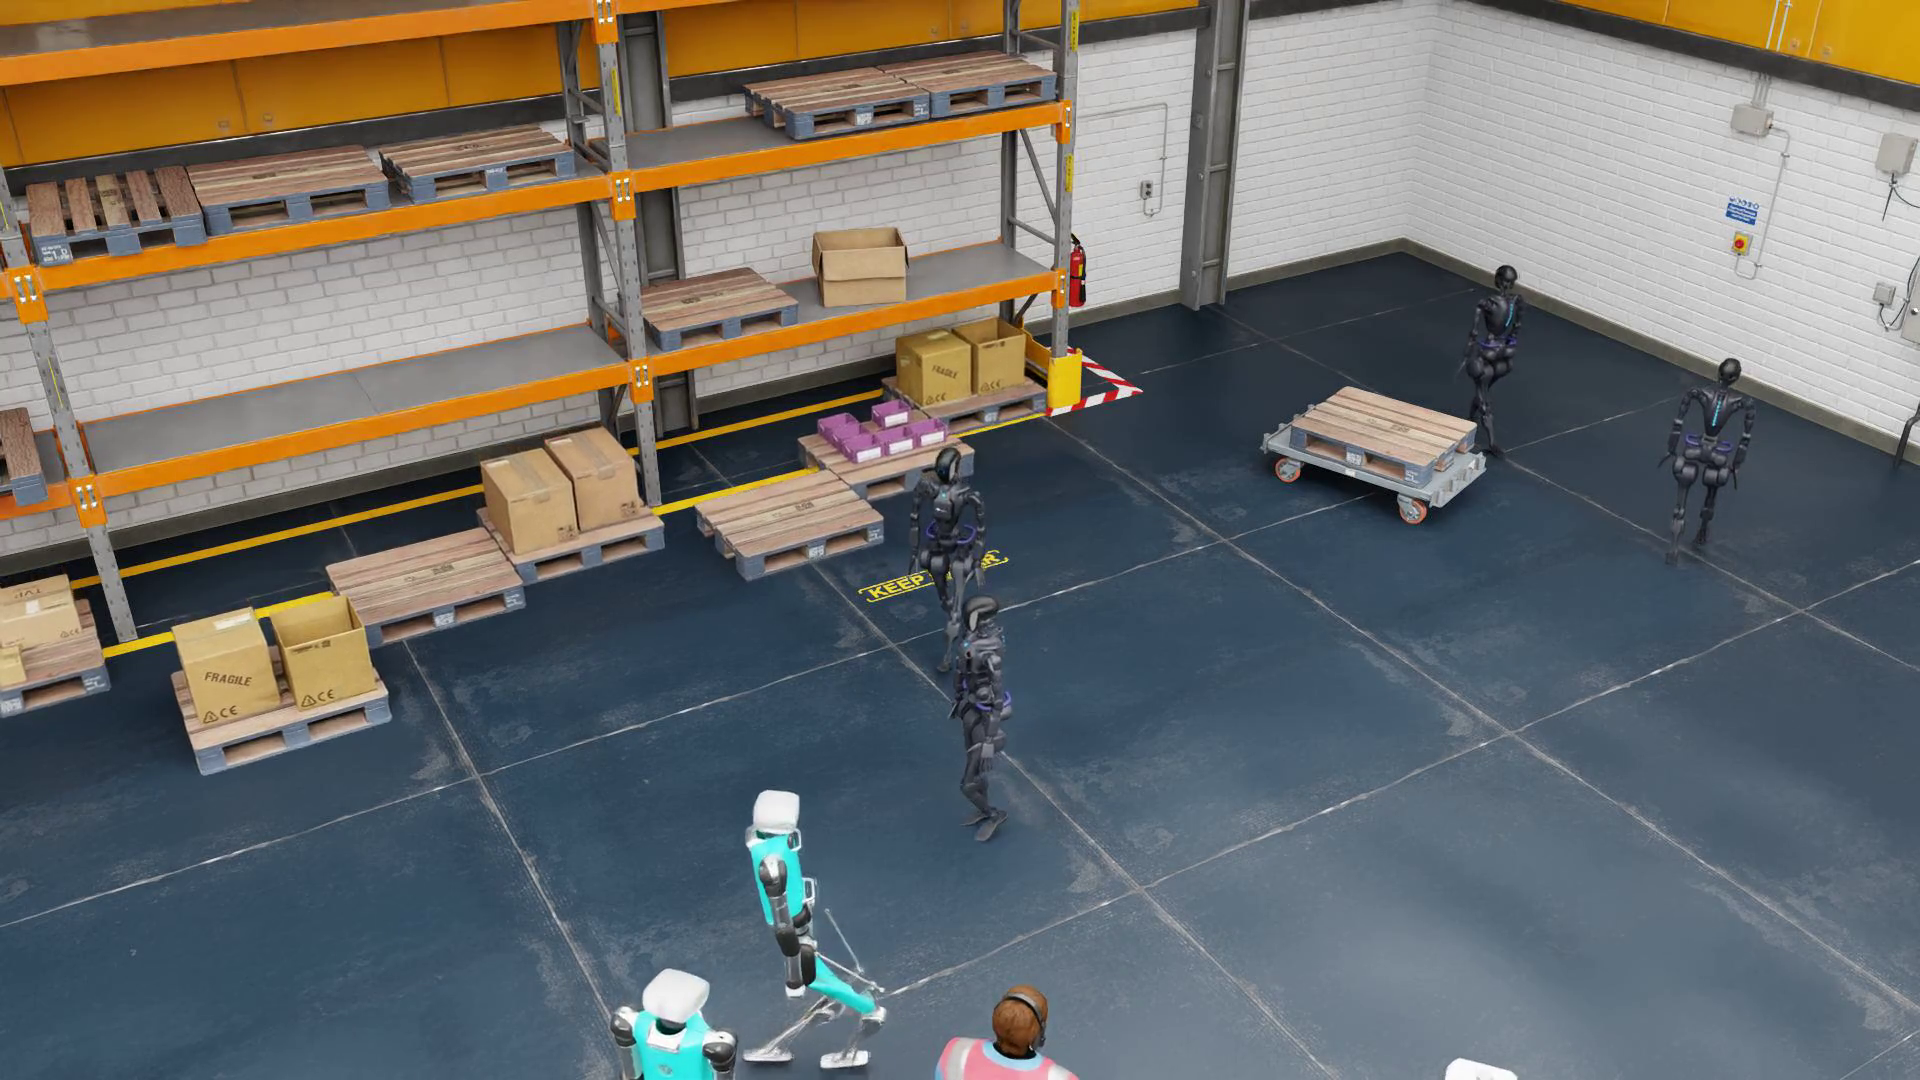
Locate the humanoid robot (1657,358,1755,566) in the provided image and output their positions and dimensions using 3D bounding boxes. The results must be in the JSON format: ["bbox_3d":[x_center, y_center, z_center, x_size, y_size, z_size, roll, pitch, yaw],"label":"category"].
[{"bbox_3d":[5.677,-0.644,12.704,0.590,1.636,0.675,14,32,23],"label":"humanoid robot"}]

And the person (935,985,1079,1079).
[{"bbox_3d":[0.213,2.564,6.854,0.628,1.835,0.431,11,31,18],"label":"person"}]

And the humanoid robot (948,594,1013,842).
[{"bbox_3d":[0.105,1.023,9.730,0.335,1.643,0.596,-12,32,-20],"label":"humanoid robot"}]

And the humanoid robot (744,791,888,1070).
[{"bbox_3d":[-0.661,1.945,8.033,0.885,1.756,0.530,-4,30,-6],"label":"humanoid robot"}]

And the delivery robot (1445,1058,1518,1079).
[{"bbox_3d":[2.394,2.795,7.744,0.499,0.602,0.801,10,31,18],"label":"delivery robot"}]

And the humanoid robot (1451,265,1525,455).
[{"bbox_3d":[4.584,-1.585,14.406,0.603,1.634,0.793,-12,32,-21],"label":"humanoid robot"}]

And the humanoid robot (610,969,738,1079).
[{"bbox_3d":[-1.096,2.450,7.222,0.558,1.858,0.746,8,30,14],"label":"humanoid robot"}]

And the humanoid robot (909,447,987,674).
[{"bbox_3d":[-0.088,0.103,11.394,0.589,1.625,0.773,10,31,18],"label":"humanoid robot"}]
